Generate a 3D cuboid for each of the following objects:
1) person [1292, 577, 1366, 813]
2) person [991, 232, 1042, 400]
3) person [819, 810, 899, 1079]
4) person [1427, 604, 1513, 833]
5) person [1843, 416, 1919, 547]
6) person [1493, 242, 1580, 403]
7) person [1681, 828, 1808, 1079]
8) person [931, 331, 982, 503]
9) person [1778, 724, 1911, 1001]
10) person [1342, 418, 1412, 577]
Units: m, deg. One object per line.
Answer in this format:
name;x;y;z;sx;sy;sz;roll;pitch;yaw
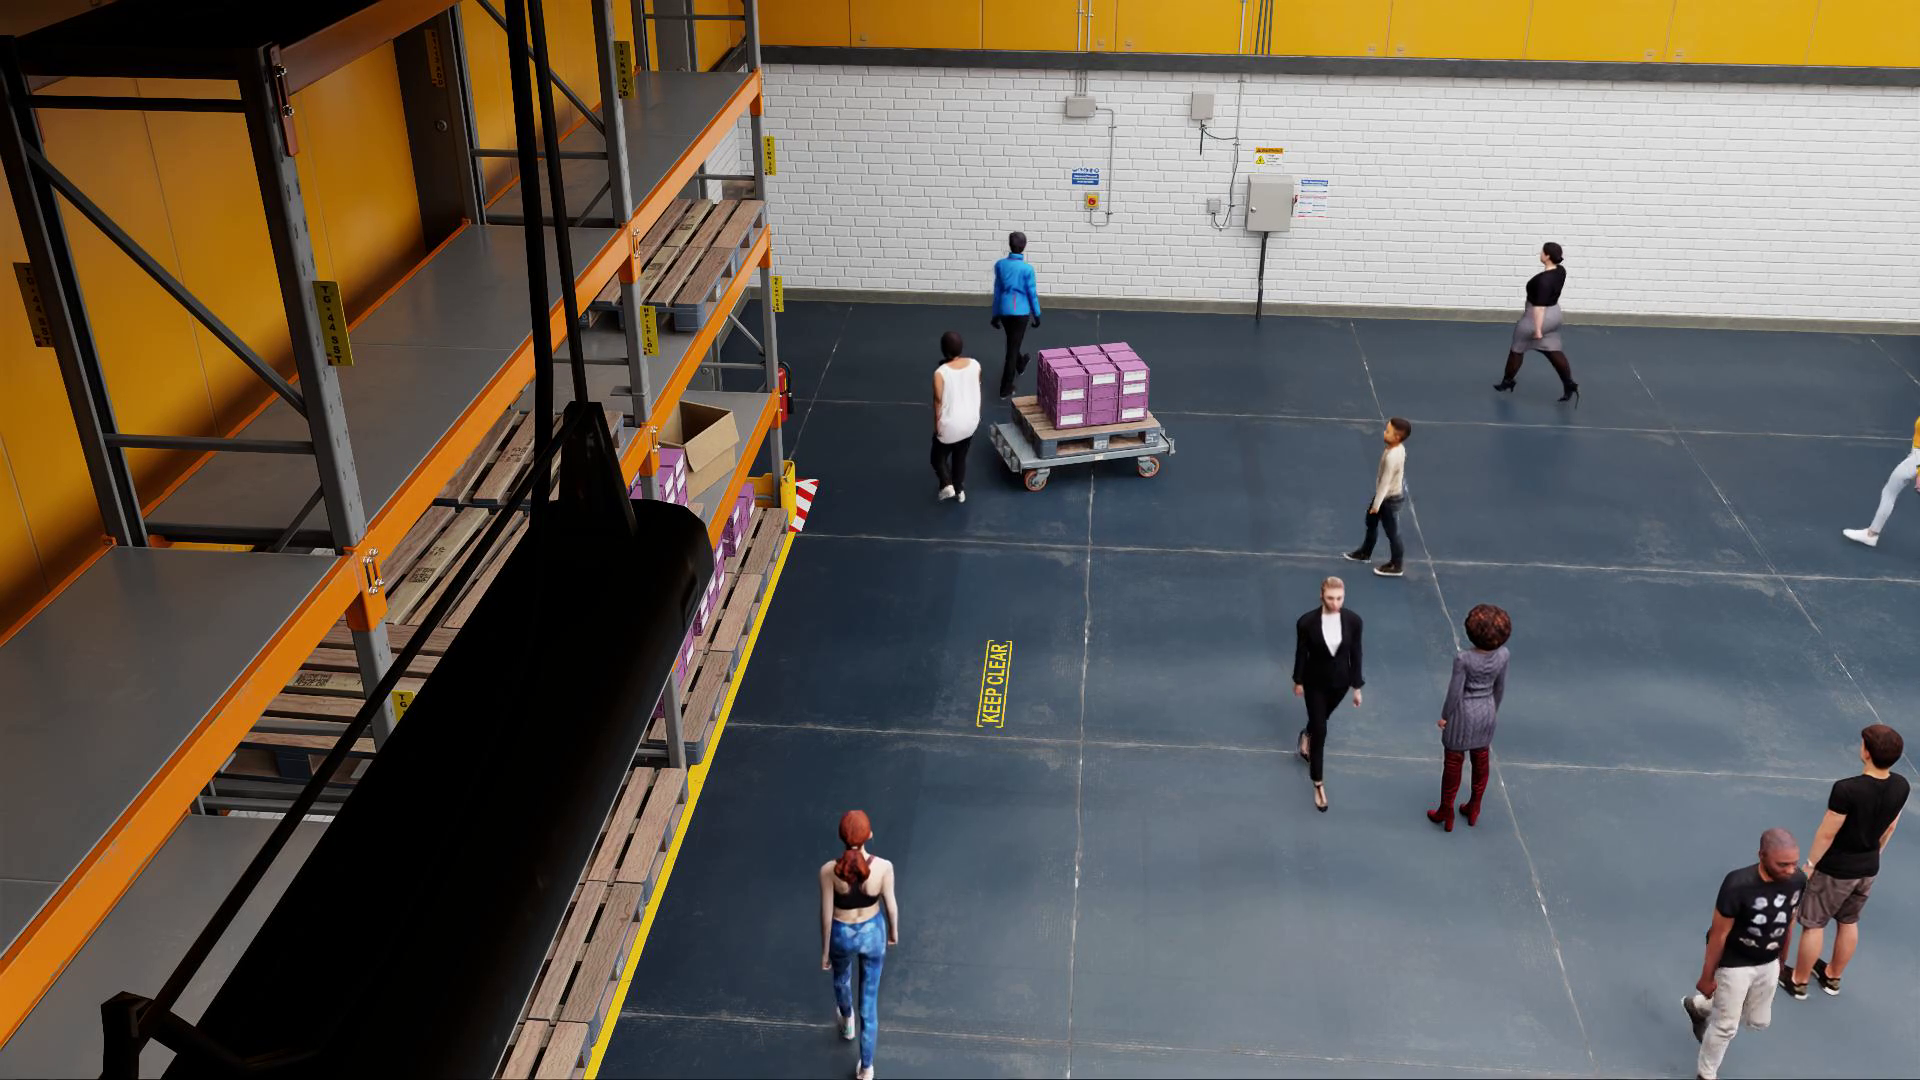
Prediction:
person;2.520;0.968;11.519;0.751;1.663;1.103;-2;29;-4
person;0.518;-2.327;17.459;0.958;1.759;1.191;16;32;27
person;-0.554;2.280;9.016;0.686;1.758;0.983;-2;29;-4
person;3.408;1.184;11.073;0.642;1.710;0.623;-7;29;-13
person;8.408;-0.616;14.370;1.125;1.714;1.156;24;37;37
person;6.150;-2.220;17.306;1.129;1.719;1.160;-24;37;-37
person;4.216;2.241;9.054;0.838;1.788;0.982;-7;29;-12
person;-0.028;-1.094;15.284;0.769;1.677;0.800;-16;32;-26
person;5.138;1.880;9.642;0.721;1.860;0.703;-8;30;-14
person;3.726;-0.355;14.165;0.722;1.453;0.748;9;30;16
